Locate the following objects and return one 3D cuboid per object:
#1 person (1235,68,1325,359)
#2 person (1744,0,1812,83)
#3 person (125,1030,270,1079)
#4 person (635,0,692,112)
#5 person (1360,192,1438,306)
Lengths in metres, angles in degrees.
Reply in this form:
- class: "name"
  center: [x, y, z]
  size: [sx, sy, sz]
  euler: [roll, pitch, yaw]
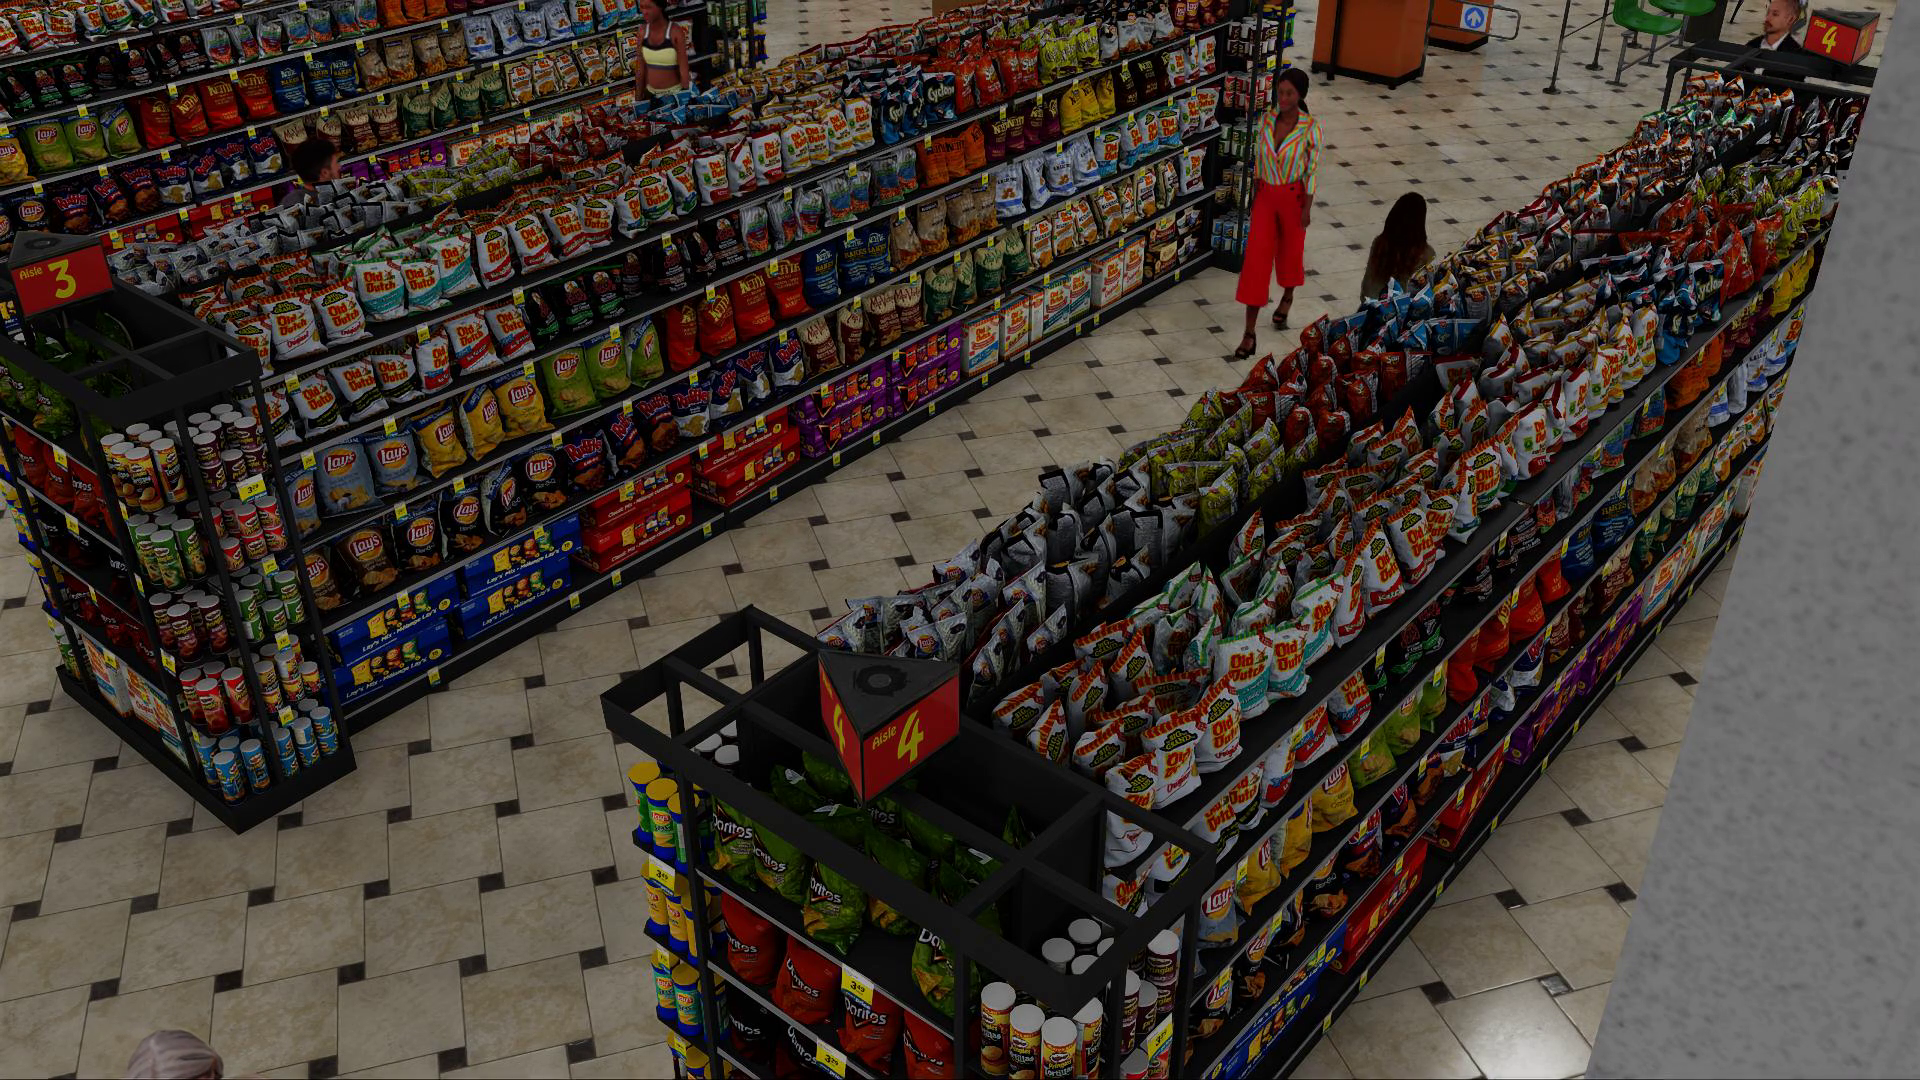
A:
- class: "person"
  center: [2.039, -2.051, 10.388]
  size: [0.760, 1.744, 1.191]
  euler: [15, 35, 23]
- class: "person"
  center: [5.577, -2.830, 11.458]
  size: [0.895, 1.936, 0.873]
  euler: [-10, 33, -15]
- class: "person"
  center: [-1.781, 1.844, 4.136]
  size: [0.653, 1.735, 0.480]
  euler: [25, 40, 34]
- class: "person"
  center: [-2.115, -3.213, 12.254]
  size: [0.711, 1.746, 0.774]
  euler: [10, 33, 15]
- class: "person"
  center: [2.389, -1.203, 9.304]
  size: [0.592, 1.449, 0.951]
  euler: [23, 38, 32]
